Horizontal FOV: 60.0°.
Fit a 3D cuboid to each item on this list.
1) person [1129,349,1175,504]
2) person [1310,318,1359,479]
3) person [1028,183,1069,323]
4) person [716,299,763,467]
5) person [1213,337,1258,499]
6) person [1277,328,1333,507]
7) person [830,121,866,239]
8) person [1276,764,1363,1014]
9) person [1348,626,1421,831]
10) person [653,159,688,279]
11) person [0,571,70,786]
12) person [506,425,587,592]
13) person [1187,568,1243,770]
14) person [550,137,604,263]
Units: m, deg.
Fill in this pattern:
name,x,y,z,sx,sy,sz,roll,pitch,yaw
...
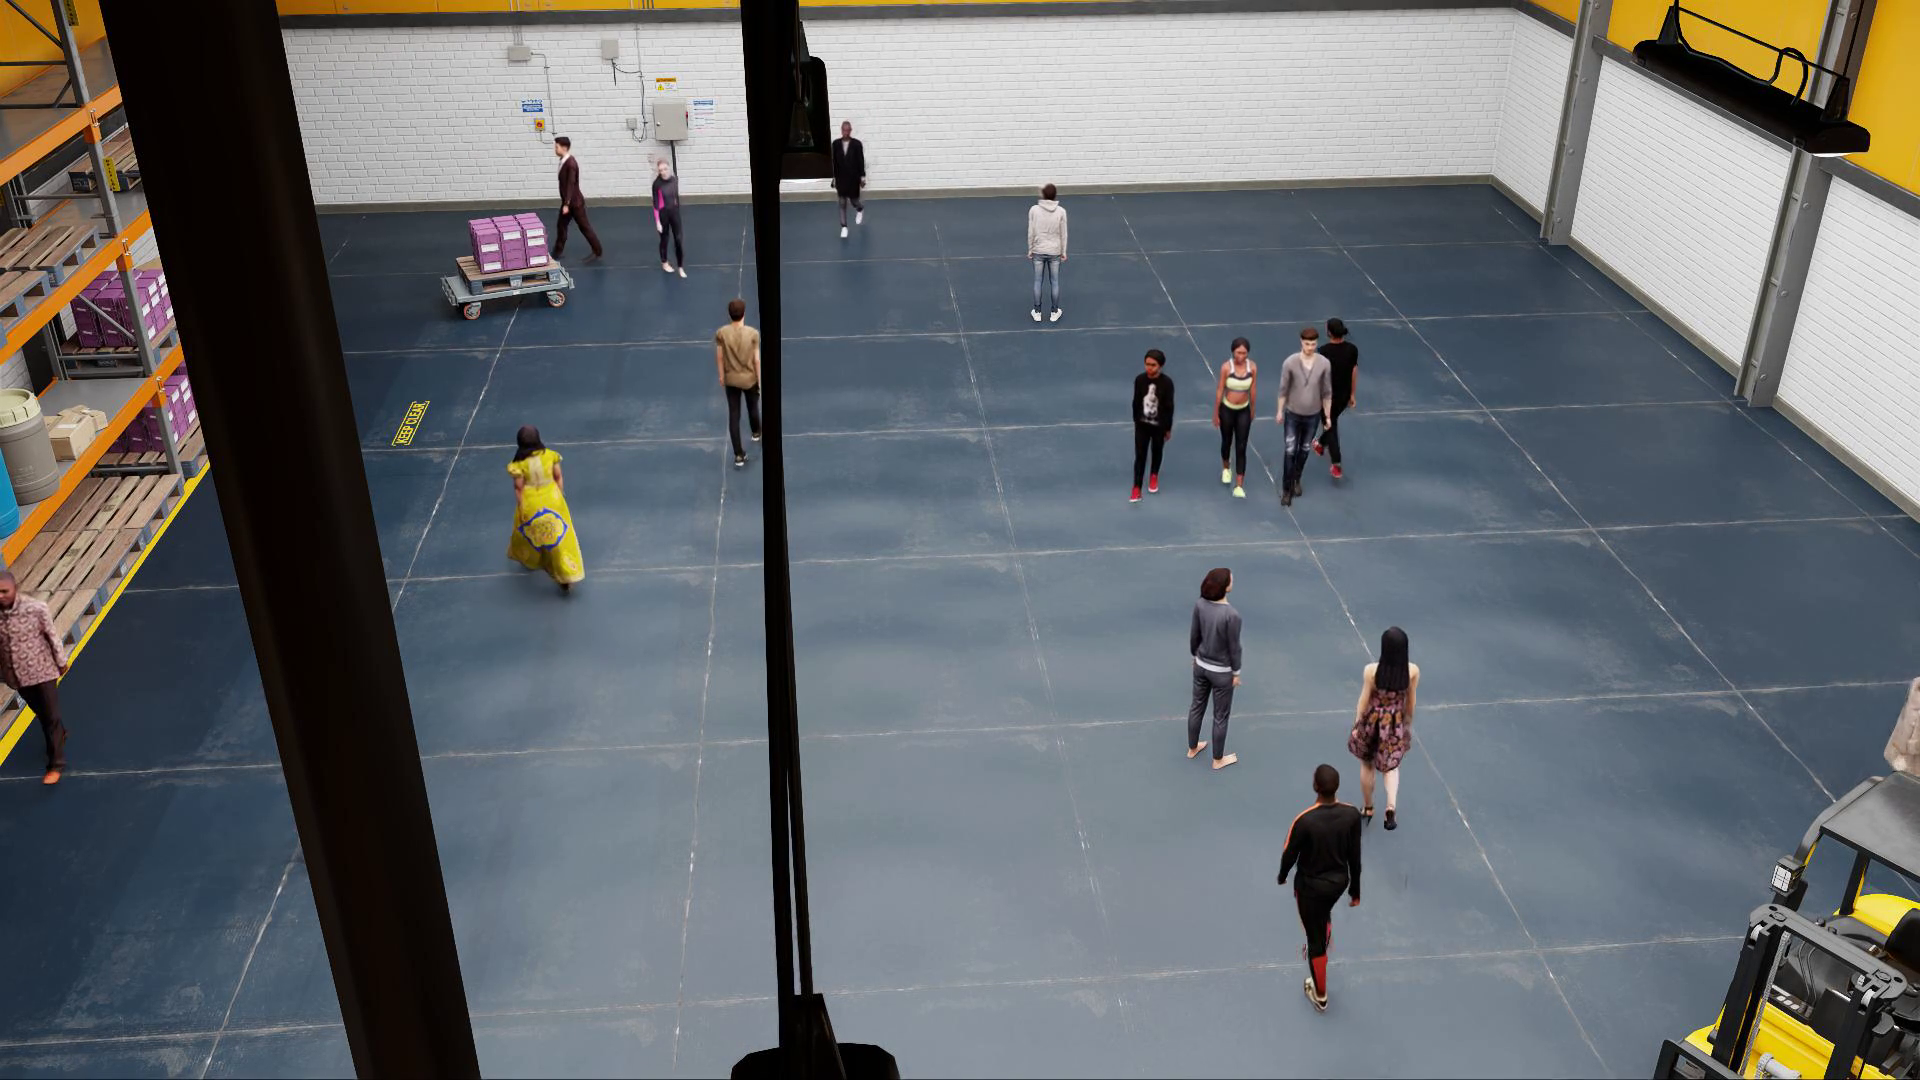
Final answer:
name,x,y,z,sx,sy,sz,roll,pitch,yaw
person,2.040,-1.242,17.470,0.841,1.643,1.083,7,29,13
person,4.024,-1.484,17.843,0.757,1.711,1.198,-5,29,-10
person,1.141,-3.806,21.949,0.697,1.854,0.602,1,29,2
person,-2.412,-1.686,18.118,0.815,1.802,1.235,2,29,3
person,2.898,-1.361,17.610,0.701,1.718,1.092,1,29,2
person,3.588,-1.362,17.435,0.739,1.887,0.926,1,29,1
person,-1.673,-5.485,25.145,0.796,1.742,0.968,5,29,9
person,2.387,2.320,10.790,0.723,1.786,0.849,-7,29,-13
person,3.171,1.466,12.380,0.624,1.763,0.826,-2,29,-3
person,-4.144,-4.571,23.512,0.795,1.702,0.959,-20,35,-33
person,-7.377,1.000,13.229,0.684,1.768,1.097,-3,29,-5
person,-3.930,-0.268,15.722,1.074,1.607,1.346,-15,32,-25
person,2.020,1.007,13.217,0.669,1.767,0.744,25,37,38
person,-5.487,-4.859,23.922,1.043,1.815,1.197,-14,31,-23
